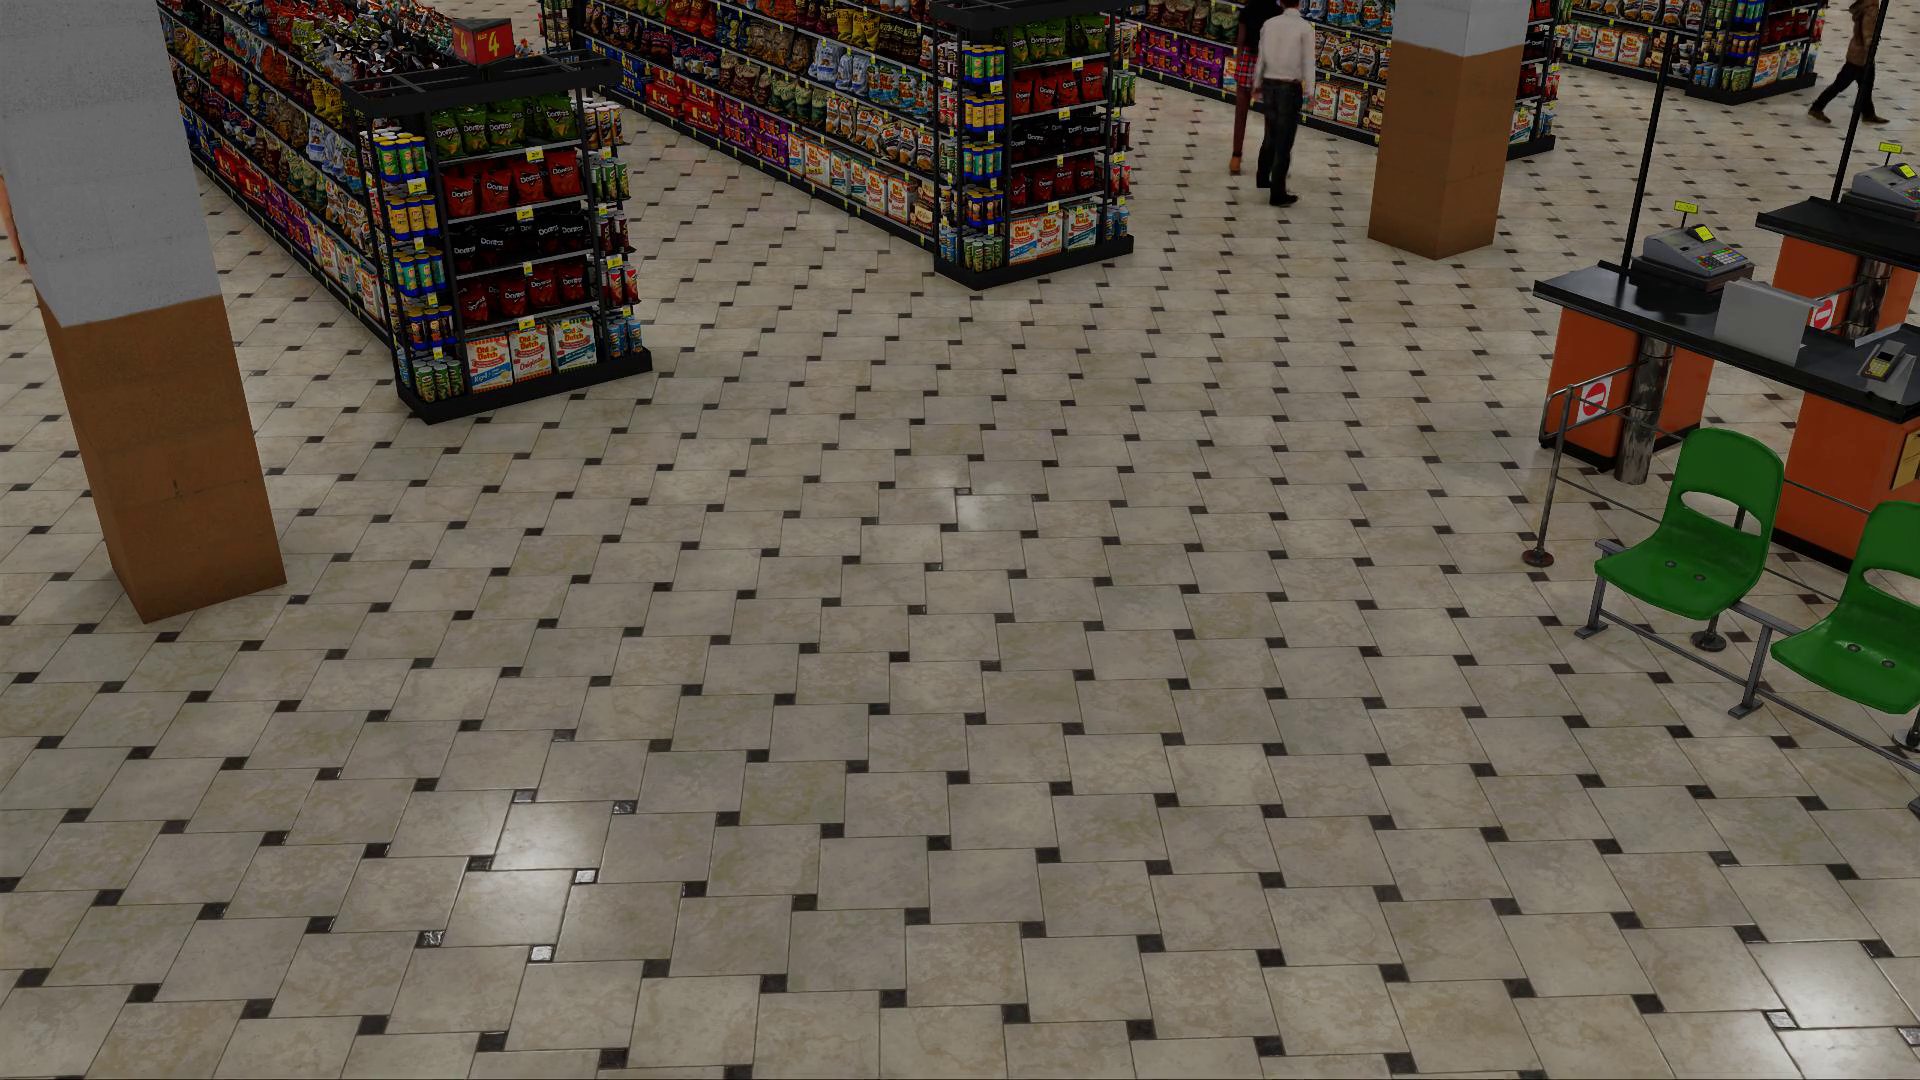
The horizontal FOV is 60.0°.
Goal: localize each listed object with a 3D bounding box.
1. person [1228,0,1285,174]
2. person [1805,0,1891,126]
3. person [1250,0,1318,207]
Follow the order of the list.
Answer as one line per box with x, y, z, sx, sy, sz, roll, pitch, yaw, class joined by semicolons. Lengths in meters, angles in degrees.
2.641;-4.115;14.675;0.708;1.723;0.768;5;29;9;person
8.626;-4.709;16.076;1.077;1.424;0.884;14;32;24;person
2.637;-3.712;13.876;0.847;1.782;0.658;-19;34;-31;person
